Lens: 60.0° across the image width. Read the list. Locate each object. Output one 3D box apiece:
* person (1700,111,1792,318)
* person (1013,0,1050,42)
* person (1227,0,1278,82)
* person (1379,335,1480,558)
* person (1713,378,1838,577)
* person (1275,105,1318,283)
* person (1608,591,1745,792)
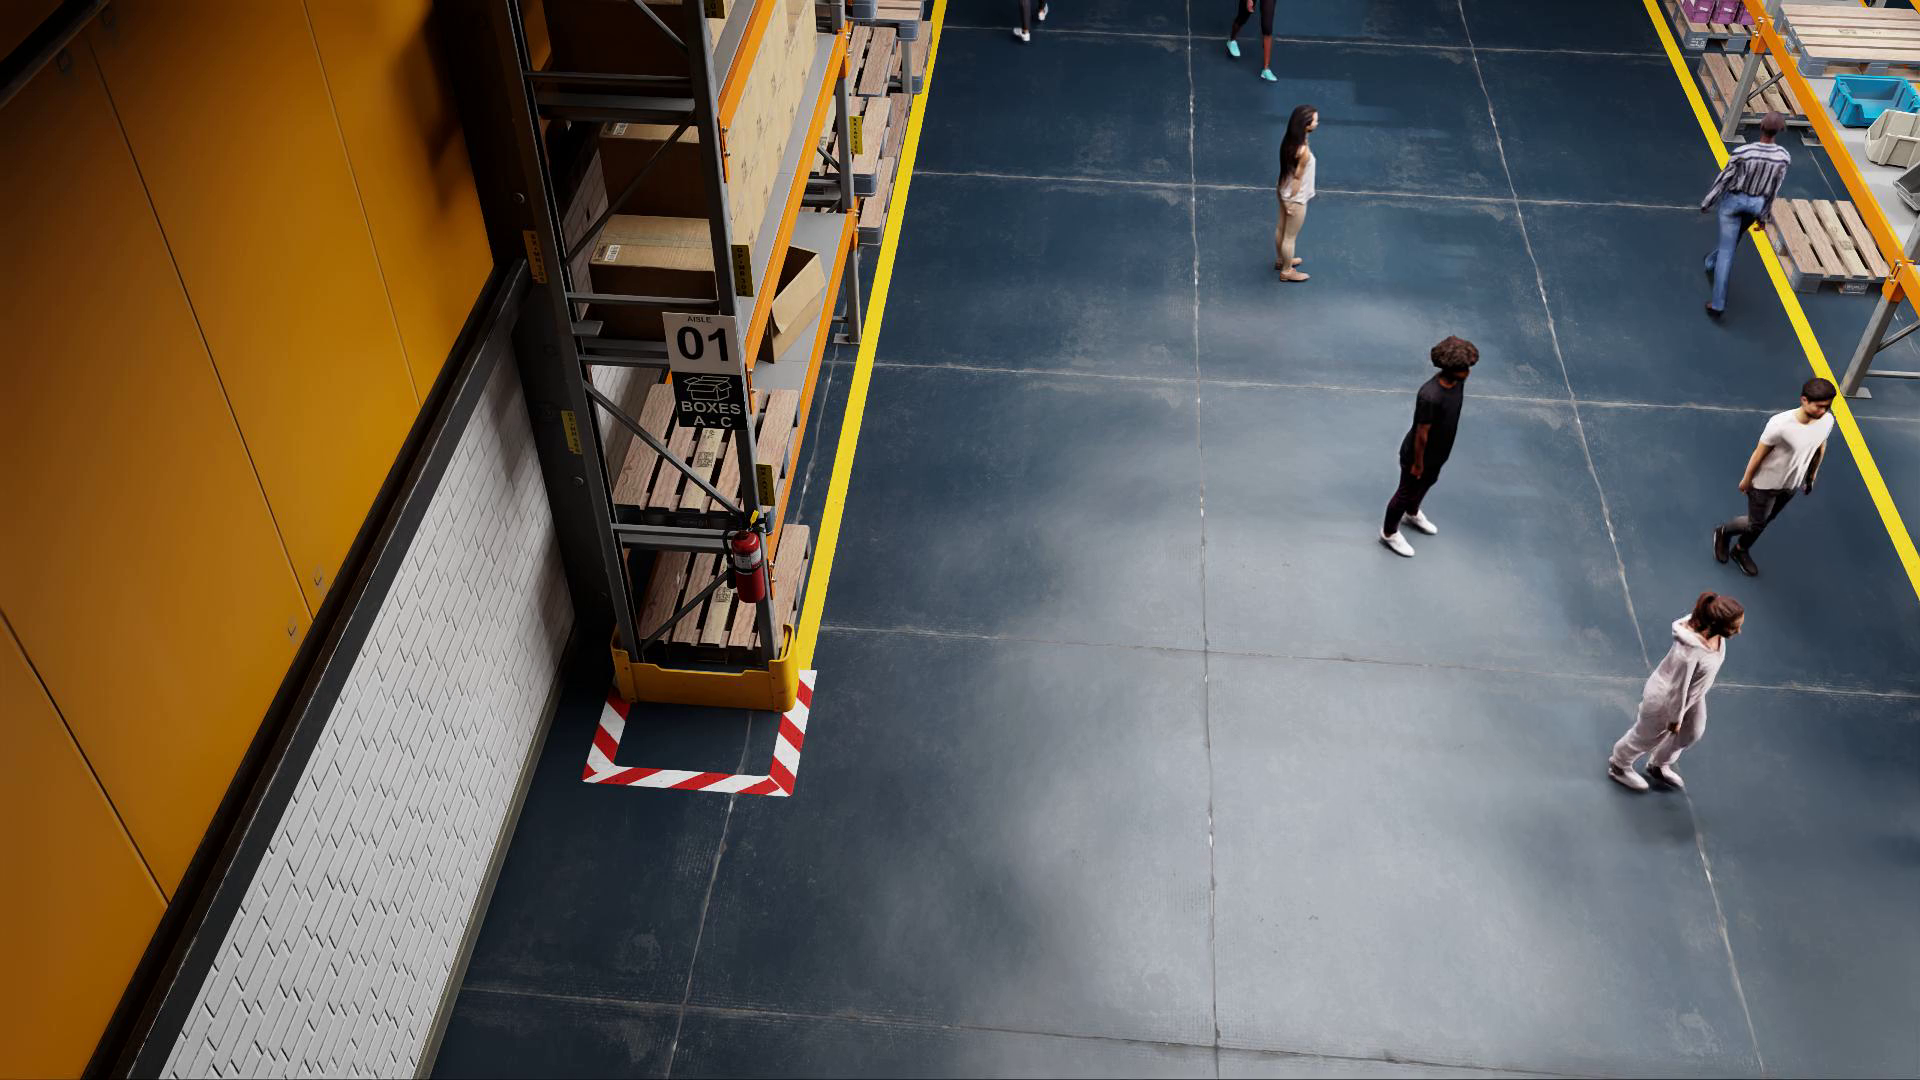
[{"bbox_3d":[6.444,-2.633,13.695,0.650,1.756,1.092,2,44,2],"label":"person"},{"bbox_3d":[0.783,-6.037,17.382,0.703,1.600,1.017,-5,44,-5],"label":"person"},{"bbox_3d":[2.968,-5.581,16.848,0.833,1.675,1.204,-11,45,-12],"label":"person"},{"bbox_3d":[3.277,-0.686,11.635,0.769,1.779,0.691,33,53,30],"label":"person"},{"bbox_3d":[5.608,-0.498,11.487,0.738,1.710,0.755,-11,45,-11],"label":"person"},{"bbox_3d":[2.804,-2.931,14.083,0.672,1.653,0.623,-26,49,-25],"label":"person"},{"bbox_3d":[4.250,0.879,10.069,0.852,1.673,0.784,31,52,29],"label":"person"}]
